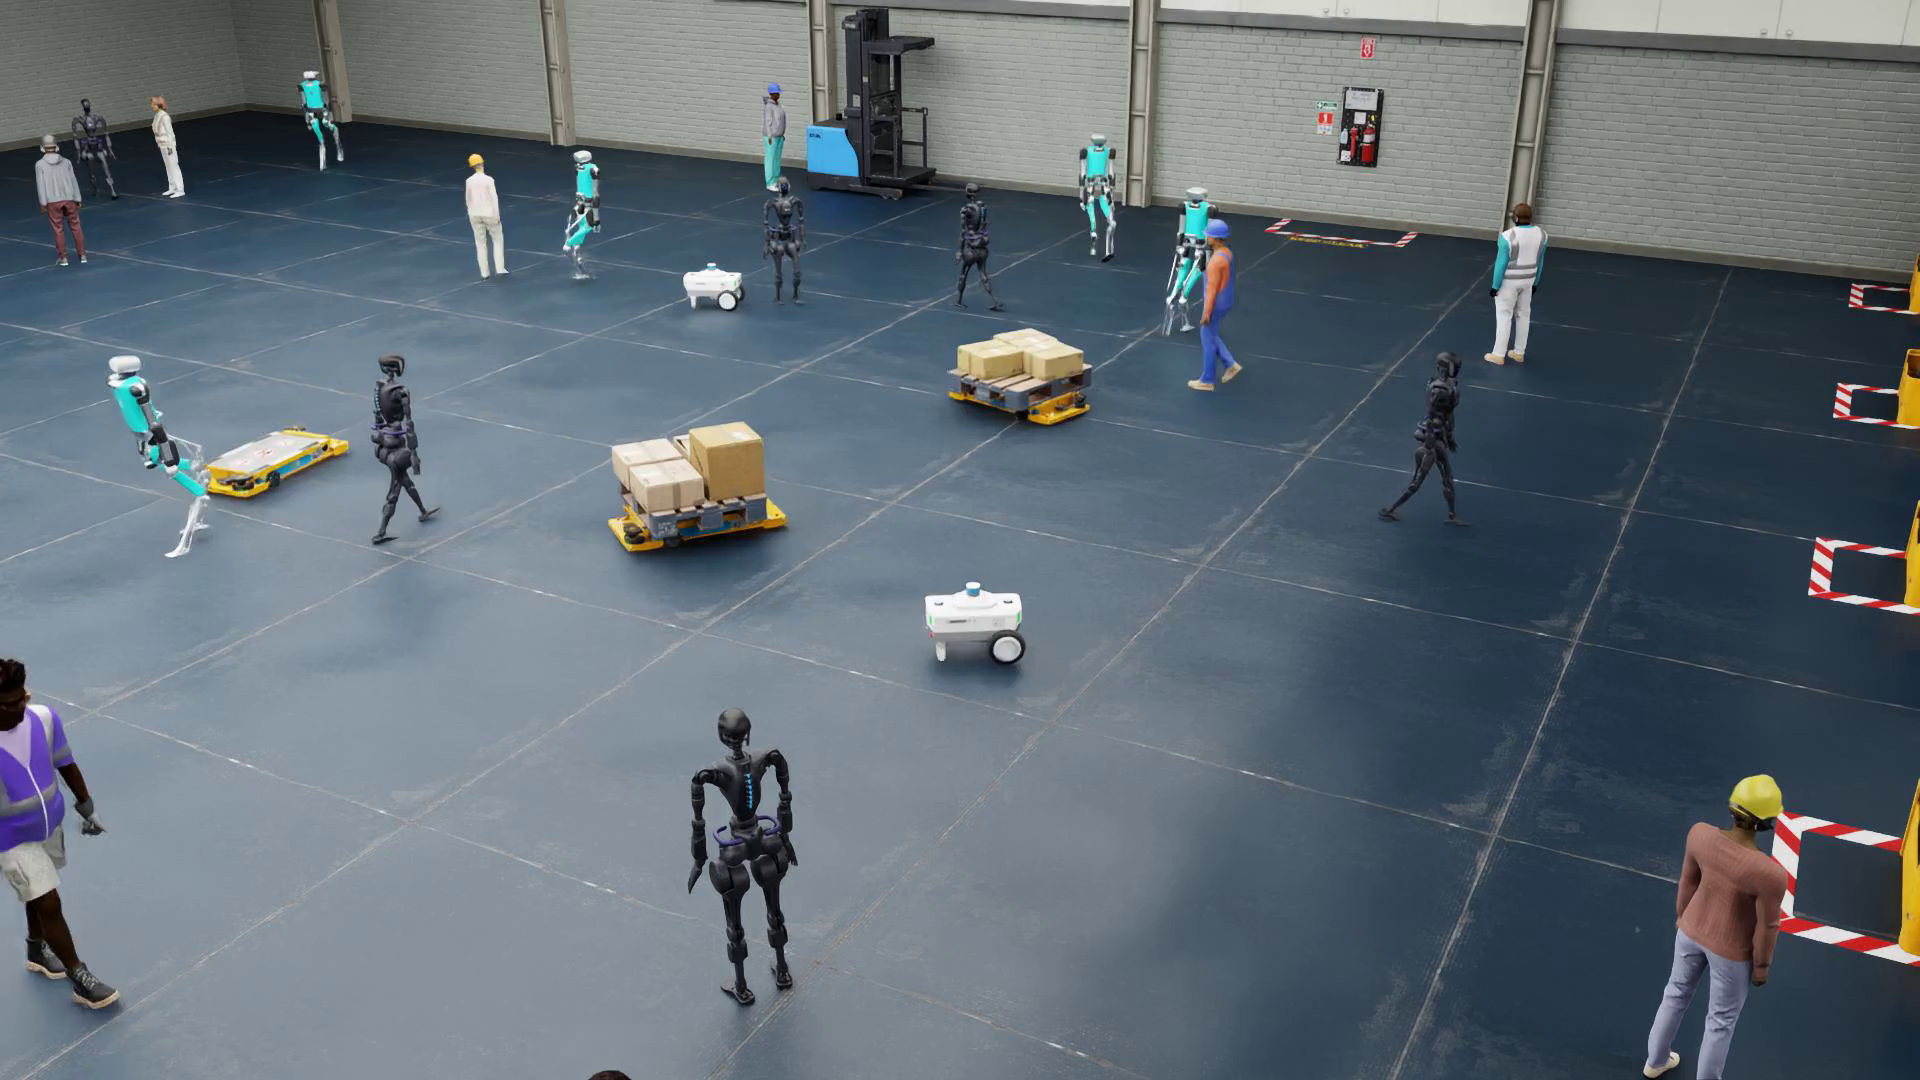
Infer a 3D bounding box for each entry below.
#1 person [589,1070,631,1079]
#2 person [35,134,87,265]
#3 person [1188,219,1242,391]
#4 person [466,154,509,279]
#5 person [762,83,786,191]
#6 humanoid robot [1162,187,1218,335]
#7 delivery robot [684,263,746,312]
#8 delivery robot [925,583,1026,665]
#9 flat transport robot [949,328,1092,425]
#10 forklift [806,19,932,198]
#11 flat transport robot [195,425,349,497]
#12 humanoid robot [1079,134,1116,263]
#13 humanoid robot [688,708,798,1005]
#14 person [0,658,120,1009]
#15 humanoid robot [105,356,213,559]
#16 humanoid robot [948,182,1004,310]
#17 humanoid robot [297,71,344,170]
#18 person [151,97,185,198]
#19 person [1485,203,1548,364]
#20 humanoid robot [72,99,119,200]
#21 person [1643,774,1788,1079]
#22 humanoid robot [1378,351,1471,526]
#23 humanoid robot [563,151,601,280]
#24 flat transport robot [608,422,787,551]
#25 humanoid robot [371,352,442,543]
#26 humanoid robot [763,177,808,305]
[{"bbox_3d":[-1.211,2.650,5.909,0.400,1.916,0.589,17,29,35],"label":"person"},{"bbox_3d":[-12.629,-4.779,23.343,0.548,1.806,0.380,-19,30,-38],"label":"person"},{"bbox_3d":[2.777,-2.529,17.988,0.481,1.896,0.558,11,26,24],"label":"person"},{"bbox_3d":[-6.480,-4.392,22.615,0.491,1.661,0.476,2,23,5],"label":"person"},{"bbox_3d":[-3.139,-6.826,28.145,0.356,1.778,0.533,9,25,20],"label":"person"},{"bbox_3d":[2.688,-3.248,20.008,0.545,1.897,0.763,20,30,38],"label":"humanoid robot"},{"bbox_3d":[-3.161,-3.248,21.353,0.737,0.587,0.524,2,23,5],"label":"delivery robot"},{"bbox_3d":[0.122,0.605,12.388,0.762,0.590,0.500,-2,23,-4],"label":"delivery robot"},{"bbox_3d":[0.629,-1.531,17.727,1.431,0.231,0.659,20,30,39],"label":"flat transport robot"},{"bbox_3d":[-1.573,-7.292,27.850,1.873,2.768,1.129,12,26,25],"label":"forklift"},{"bbox_3d":[-6.601,-0.759,15.929,0.659,0.231,1.431,8,25,19],"label":"flat transport robot"},{"bbox_3d":[2.001,-4.766,23.472,0.552,1.760,1.015,-4,24,-8],"label":"humanoid robot"},{"bbox_3d":[-1.117,1.618,8.597,0.599,1.655,0.315,-12,26,-26],"label":"humanoid robot"},{"bbox_3d":[-4.707,1.500,8.559,0.884,1.929,0.636,9,25,20],"label":"person"},{"bbox_3d":[-6.646,-0.768,14.101,0.531,1.756,0.839,18,29,36],"label":"humanoid robot"},{"bbox_3d":[0.207,-3.721,21.100,0.752,1.637,0.586,15,27,31],"label":"humanoid robot"},{"bbox_3d":[-11.506,-7.636,30.151,0.532,1.785,1.036,1,23,2],"label":"humanoid robot"},{"bbox_3d":[-13.175,-6.529,27.621,0.308,1.641,0.514,-20,30,-38],"label":"person"},{"bbox_3d":[6.325,-2.922,18.983,0.633,1.834,0.429,-8,24,-17],"label":"person"},{"bbox_3d":[-14.226,-6.405,27.330,0.593,1.627,0.748,-18,29,-36],"label":"humanoid robot"},{"bbox_3d":[3.611,1.890,7.880,0.339,1.758,0.519,-13,26,-28],"label":"person"},{"bbox_3d":[4.123,-0.879,14.493,0.777,1.619,0.589,15,27,31],"label":"humanoid robot"},{"bbox_3d":[-5.138,-4.261,22.256,0.795,1.806,0.541,-19,30,-38],"label":"humanoid robot"},{"bbox_3d":[-2.333,-0.218,14.671,1.431,0.231,0.659,-11,26,-24],"label":"flat transport robot"},{"bbox_3d":[-4.862,-0.831,14.368,0.613,1.618,0.778,19,30,37],"label":"humanoid robot"},{"bbox_3d":[-2.254,-3.829,21.296,0.608,1.643,0.337,-12,26,-26],"label":"humanoid robot"}]
